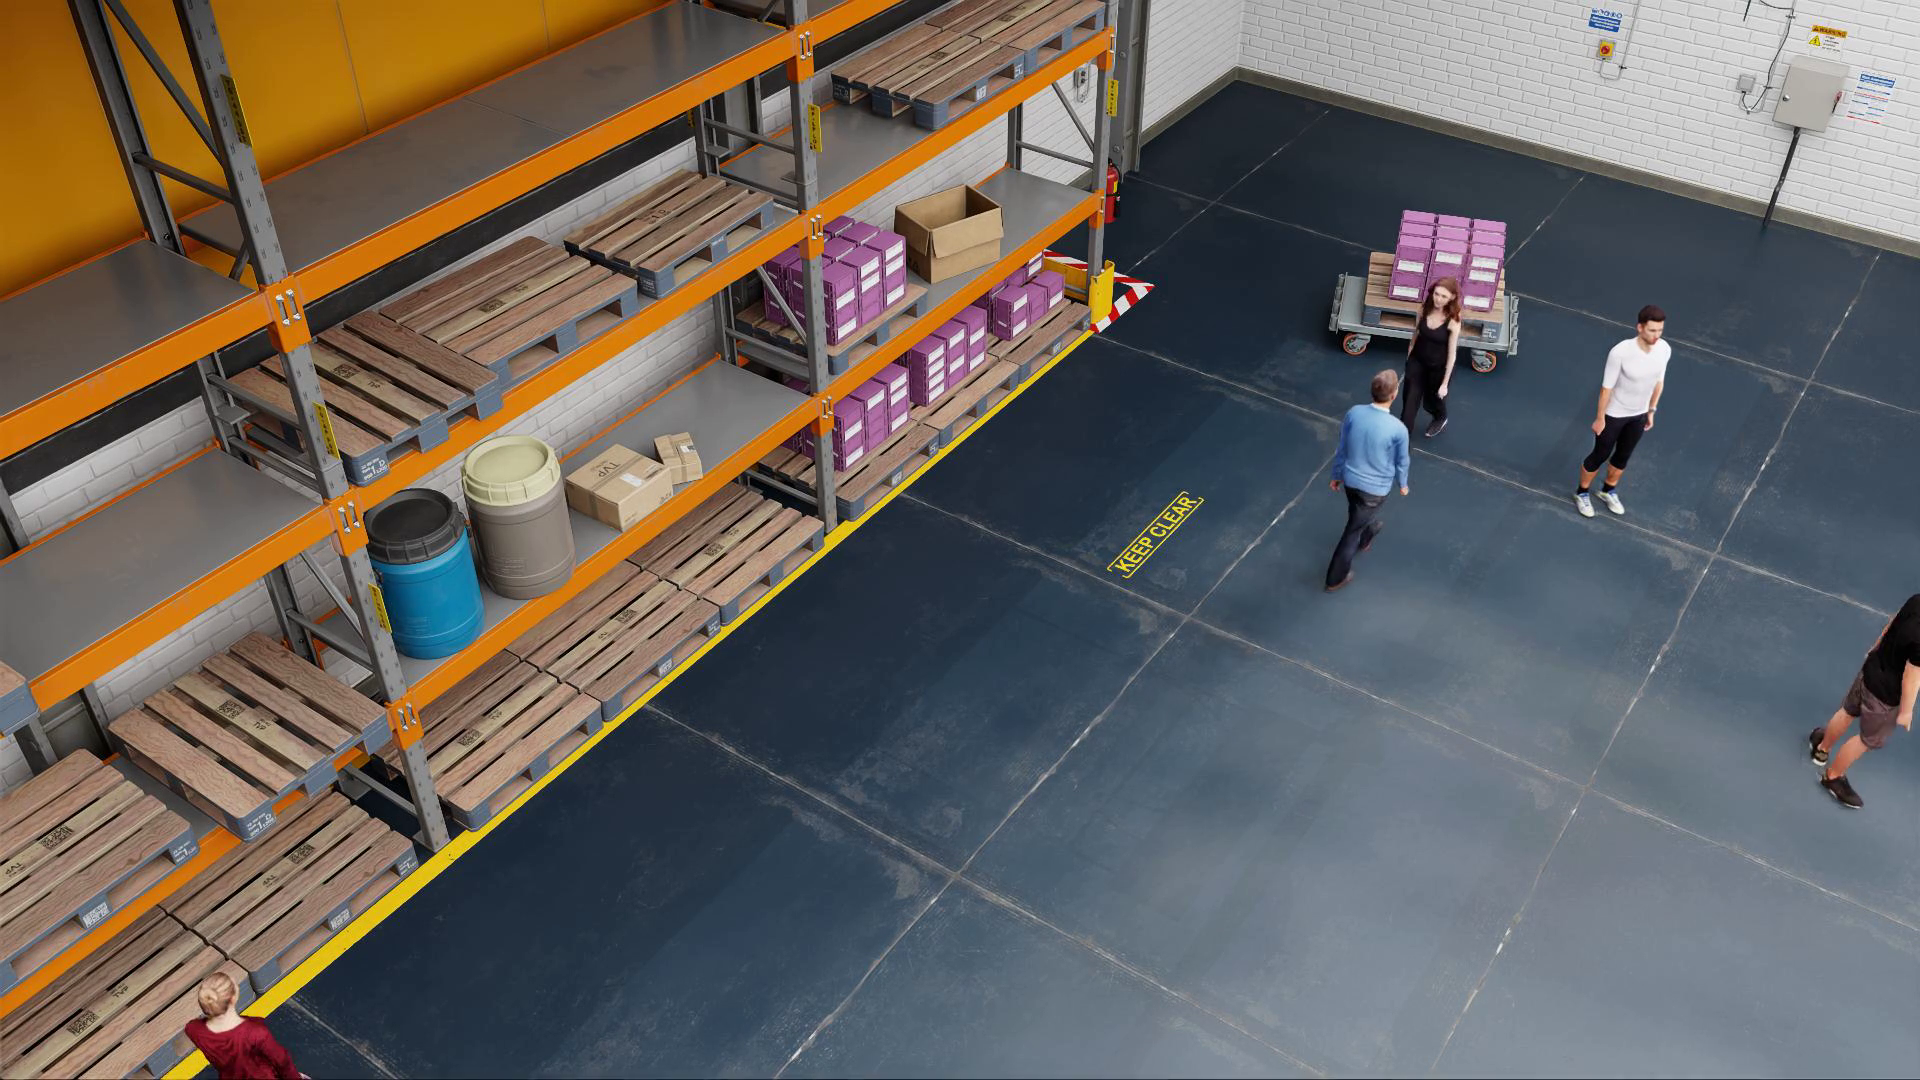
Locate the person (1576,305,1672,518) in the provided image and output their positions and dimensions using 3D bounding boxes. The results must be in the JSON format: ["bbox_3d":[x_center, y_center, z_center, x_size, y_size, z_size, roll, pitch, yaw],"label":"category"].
[{"bbox_3d":[5.148,-1.014,12.878,0.725,1.848,0.795,-8,39,-10],"label":"person"}]

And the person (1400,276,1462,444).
[{"bbox_3d":[3.874,-1.426,13.518,0.622,1.693,1.121,28,46,30],"label":"person"}]

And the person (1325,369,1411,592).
[{"bbox_3d":[2.917,-0.388,12.154,1.124,1.773,0.788,-30,48,-32],"label":"person"}]

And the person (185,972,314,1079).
[{"bbox_3d":[-3.523,2.756,8.281,0.764,1.694,0.804,0,39,0],"label":"person"}]

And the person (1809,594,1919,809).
[{"bbox_3d":[5.830,0.852,10.562,0.992,1.823,0.695,1,39,2],"label":"person"}]
